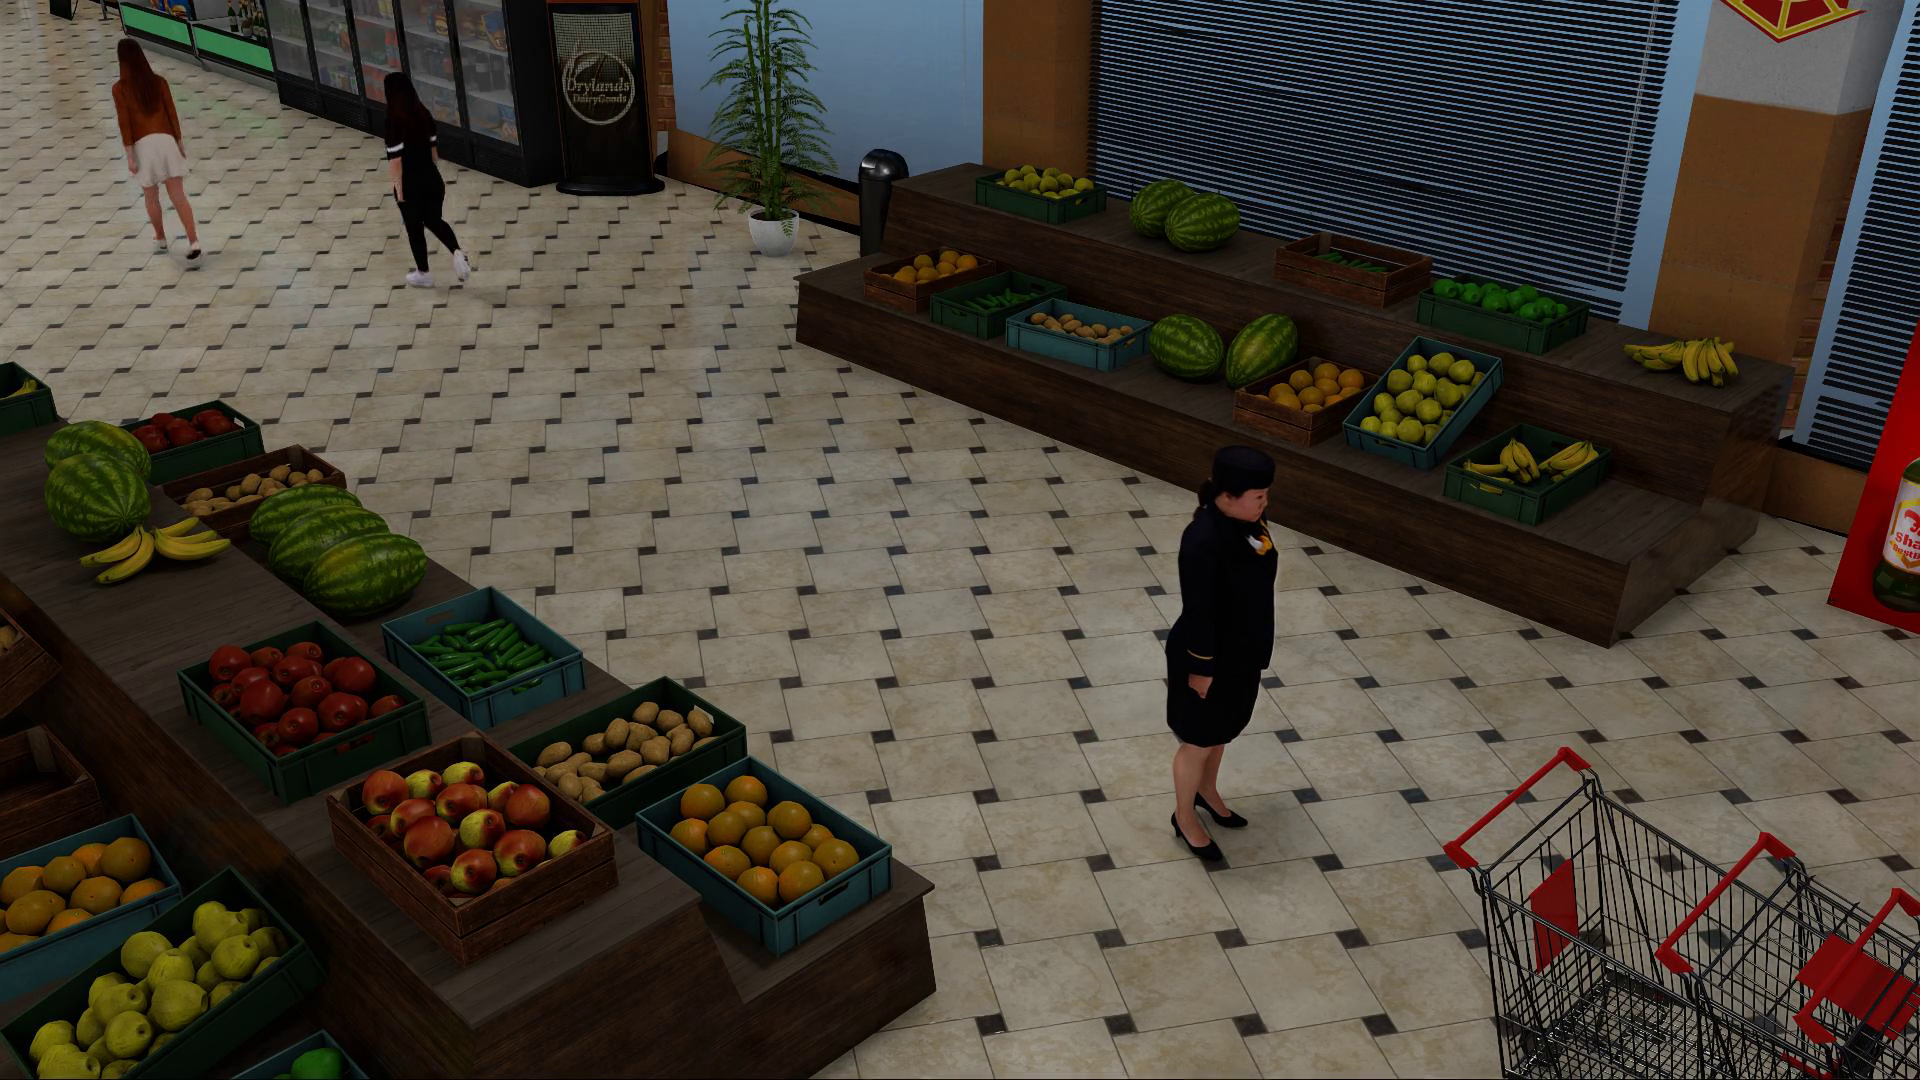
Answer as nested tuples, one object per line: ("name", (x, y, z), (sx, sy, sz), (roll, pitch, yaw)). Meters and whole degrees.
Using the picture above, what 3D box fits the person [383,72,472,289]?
("person", (-3.970, -2.633, 12.339), (0.953, 1.625, 0.689), (18, 32, 31))

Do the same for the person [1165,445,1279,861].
("person", (0.970, 0.420, 6.272), (0.692, 1.667, 0.741), (17, 31, 30))

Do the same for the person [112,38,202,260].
("person", (-6.275, -3.024, 13.042), (0.680, 1.685, 1.126), (-21, 34, -35))
